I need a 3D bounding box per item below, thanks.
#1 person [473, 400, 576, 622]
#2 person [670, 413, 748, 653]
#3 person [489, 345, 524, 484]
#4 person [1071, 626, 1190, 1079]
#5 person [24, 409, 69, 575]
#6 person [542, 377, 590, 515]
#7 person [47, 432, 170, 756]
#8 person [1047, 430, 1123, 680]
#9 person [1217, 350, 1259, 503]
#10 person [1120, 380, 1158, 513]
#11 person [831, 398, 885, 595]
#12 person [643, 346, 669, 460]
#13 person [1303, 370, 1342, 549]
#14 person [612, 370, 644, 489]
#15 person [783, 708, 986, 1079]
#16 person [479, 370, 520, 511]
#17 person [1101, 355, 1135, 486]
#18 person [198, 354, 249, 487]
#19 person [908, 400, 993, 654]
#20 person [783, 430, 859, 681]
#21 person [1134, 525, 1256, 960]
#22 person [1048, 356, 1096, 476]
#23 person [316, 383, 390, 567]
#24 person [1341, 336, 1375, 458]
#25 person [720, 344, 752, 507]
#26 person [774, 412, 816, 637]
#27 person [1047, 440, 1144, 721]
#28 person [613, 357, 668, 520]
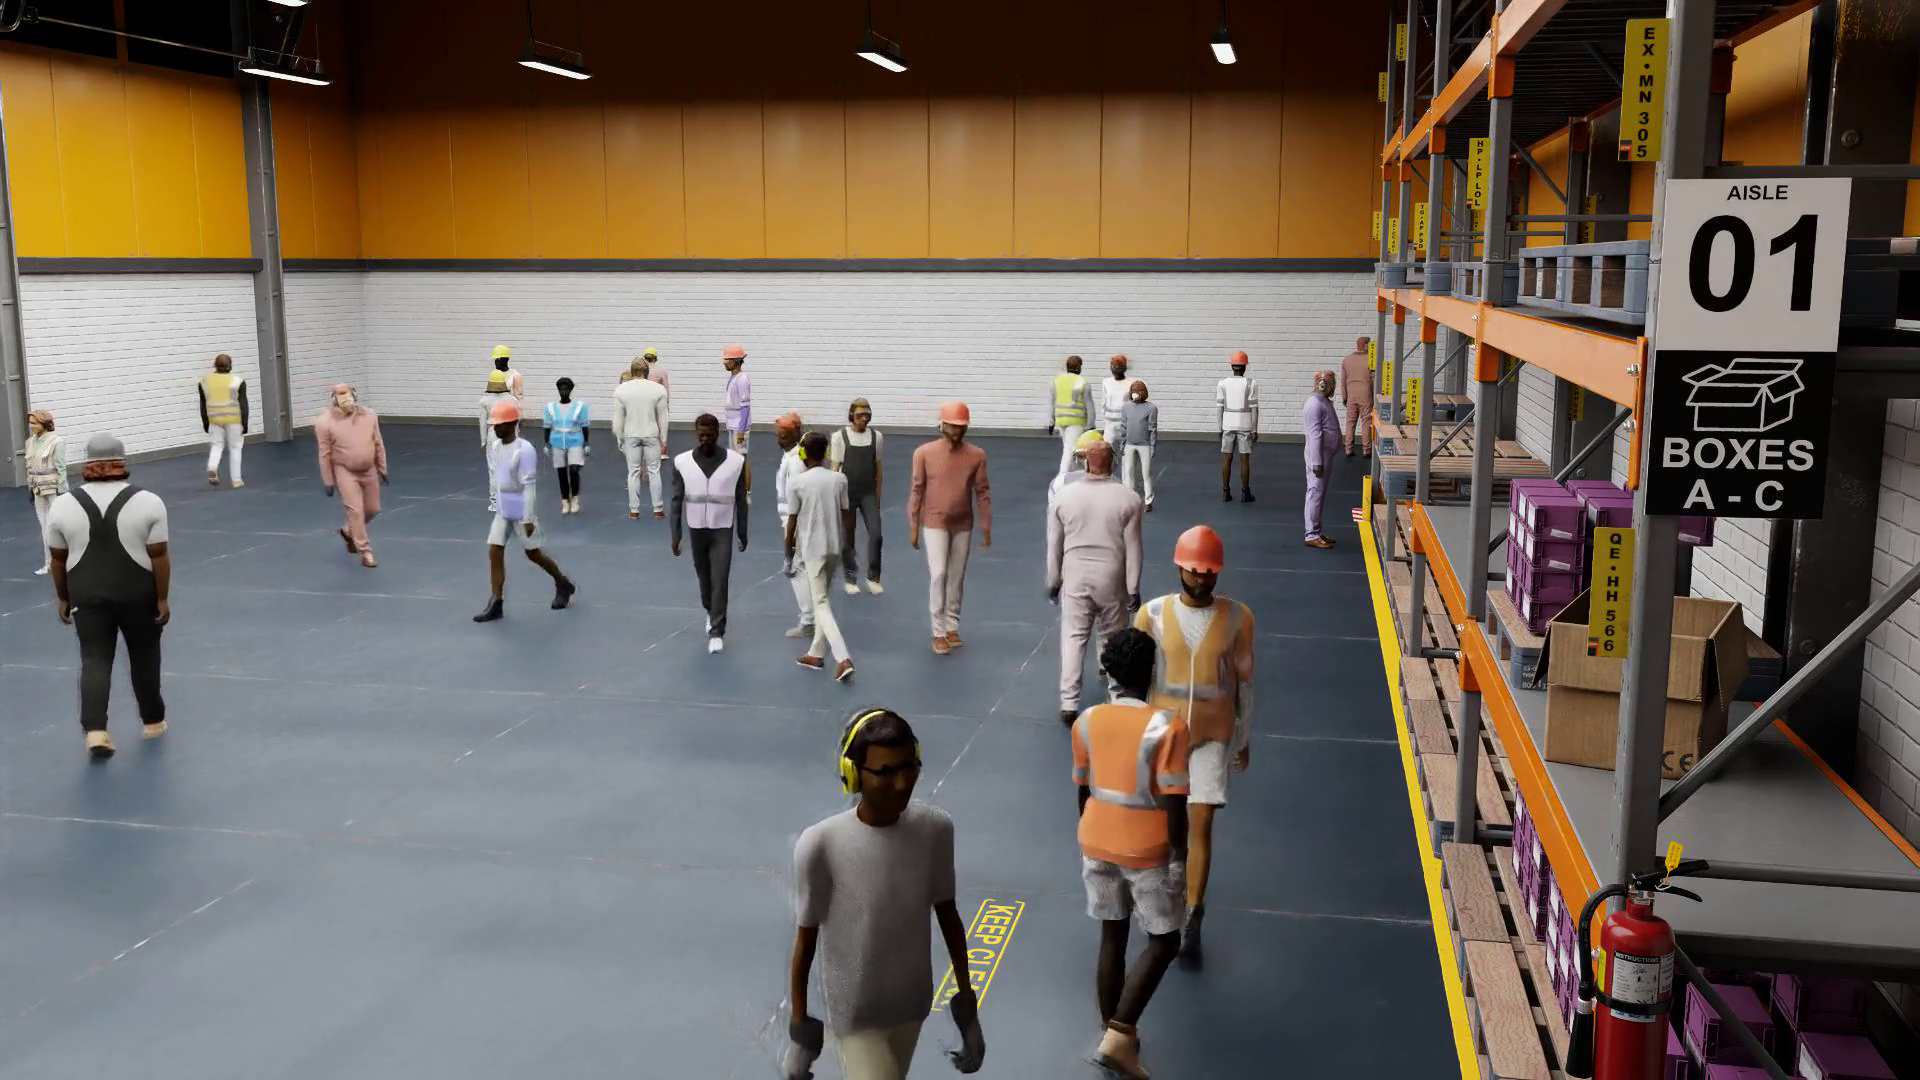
[{"bbox_3d":[-3.770,-0.275,14.343,0.552,1.899,0.954,7,12,35],"label":"person"},{"bbox_3d":[-2.010,-0.102,13.360,0.603,1.874,0.991,0,9,-3],"label":"person"},{"bbox_3d":[-6.256,-1.713,22.873,0.588,1.927,0.371,5,11,28],"label":"person"},{"bbox_3d":[0.595,1.177,6.237,0.577,1.662,0.569,9,13,42],"label":"person"},{"bbox_3d":[-8.884,-0.460,16.223,0.518,1.632,0.312,4,10,24],"label":"person"},{"bbox_3d":[-4.755,-1.125,20.049,0.553,1.676,0.477,0,9,-1],"label":"person"},{"bbox_3d":[-5.278,0.307,10.365,0.695,2.000,0.868,-3,10,-15],"label":"person"},{"bbox_3d":[0.940,0.111,12.168,0.593,1.832,0.403,3,10,19],"label":"person"},{"bbox_3d":[3.546,-1.444,21.215,0.543,1.942,0.350,4,10,24],"label":"person"},{"bbox_3d":[2.186,-1.148,20.387,0.497,1.626,0.287,6,11,32],"label":"person"},{"bbox_3d":[-0.927,-0.379,15.158,0.535,1.826,0.608,-3,10,-19],"label":"person"},{"bbox_3d":[-4.765,-2.109,25.751,0.533,1.765,0.329,-1,9,-6],"label":"person"},{"bbox_3d":[3.894,-0.873,17.876,0.411,1.909,0.643,3,10,19],"label":"person"},{"bbox_3d":[-4.467,-1.524,22.677,0.512,1.613,0.687,3,10,16],"label":"person"},{"bbox_3d":[-0.194,1.360,4.709,0.553,1.815,0.970,-6,11,-34],"label":"person"},{"bbox_3d":[-5.665,-1.224,20.487,0.484,1.744,0.295,-4,10,-23],"label":"person"},{"bbox_3d":[2.009,-1.445,21.436,0.604,1.861,0.700,7,12,36],"label":"person"},{"bbox_3d":[-9.955,-1.601,22.507,0.628,1.832,0.564,-1,9,-6],"label":"person"},{"bbox_3d":[-0.034,-0.099,12.983,0.641,1.971,0.698,-3,10,-18],"label":"person"},{"bbox_3d":[-0.982,0.111,12.204,0.515,1.831,0.836,-7,12,-38],"label":"person"},{"bbox_3d":[1.049,0.858,7.534,0.557,1.885,1.015,2,10,11],"label":"person"},{"bbox_3d":[1.580,-1.566,22.348,0.654,1.801,0.934,8,13,41],"label":"person"},{"bbox_3d":[-6.148,-0.670,16.784,0.699,1.863,0.701,8,13,41],"label":"person"},{"bbox_3d":[6.311,-2.242,26.138,0.643,1.905,0.399,8,12,39],"label":"person"},{"bbox_3d":[-2.805,-1.427,20.804,0.375,2.043,0.611,-4,10,-22],"label":"person"},{"bbox_3d":[-1.292,-0.133,13.603,0.431,1.847,0.718,-1,9,-4],"label":"person"},{"bbox_3d":[0.894,0.285,11.118,0.673,1.883,0.853,3,10,19],"label":"person"},{"bbox_3d":[-3.777,-1.197,19.744,0.629,1.937,0.378,-1,9,-5],"label":"person"}]
